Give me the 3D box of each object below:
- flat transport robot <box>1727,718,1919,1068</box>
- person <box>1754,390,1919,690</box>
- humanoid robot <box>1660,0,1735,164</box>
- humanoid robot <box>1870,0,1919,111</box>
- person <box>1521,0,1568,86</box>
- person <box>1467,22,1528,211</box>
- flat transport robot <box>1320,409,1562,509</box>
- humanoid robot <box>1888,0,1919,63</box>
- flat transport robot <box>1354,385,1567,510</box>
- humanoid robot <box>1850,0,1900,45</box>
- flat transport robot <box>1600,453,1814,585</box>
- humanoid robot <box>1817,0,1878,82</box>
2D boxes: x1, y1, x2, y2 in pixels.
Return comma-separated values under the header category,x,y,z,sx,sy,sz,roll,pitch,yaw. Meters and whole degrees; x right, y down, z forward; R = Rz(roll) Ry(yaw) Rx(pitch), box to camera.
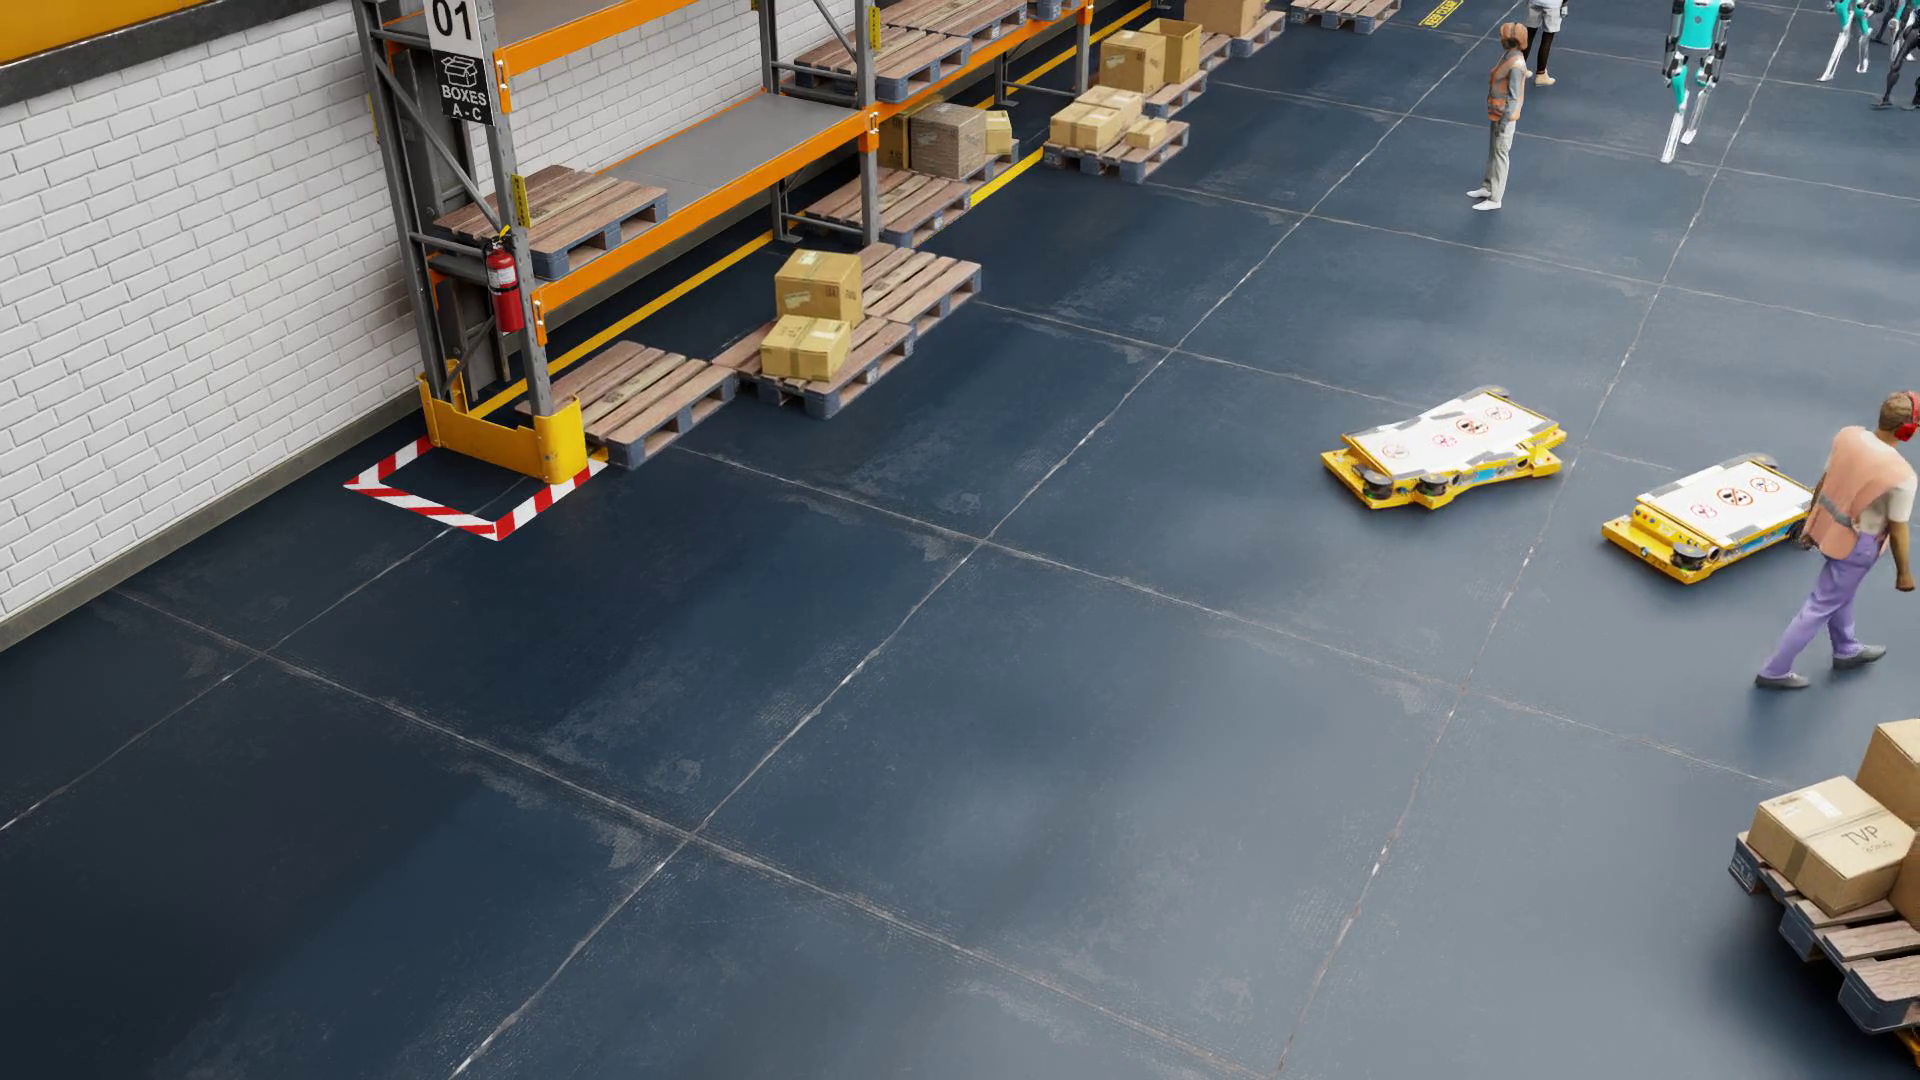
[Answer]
category,x,y,z,sx,sy,sz,roll,pitch,yaw
flat transport robot,4.216,1.811,7.408,0.659,0.231,1.431,-7,34,-10
person,4.756,0.034,8.700,0.812,1.808,0.579,-2,34,-3
humanoid robot,6.894,-4.434,15.571,0.541,1.755,1.035,21,39,29
humanoid robot,9.611,-5.080,16.571,0.627,1.641,0.593,-17,37,-24
person,6.125,-5.608,17.337,0.316,1.695,0.541,-19,38,-26
person,4.718,-3.689,14.485,0.310,1.638,0.512,5,34,7
flat transport robot,3.177,-0.553,10.985,1.431,0.231,0.659,-11,35,-16
humanoid robot,10.411,-6.045,17.971,0.544,1.792,0.654,-15,36,-21
flat transport robot,3.359,-0.637,11.111,1.431,0.231,0.659,-23,40,-31
humanoid robot,10.435,-6.396,18.556,0.598,1.646,0.470,-12,35,-17
flat transport robot,4.759,-0.150,10.375,1.431,0.231,0.659,-18,38,-25
humanoid robot,9.531,-5.713,17.523,0.863,1.833,0.555,-26,41,-33
